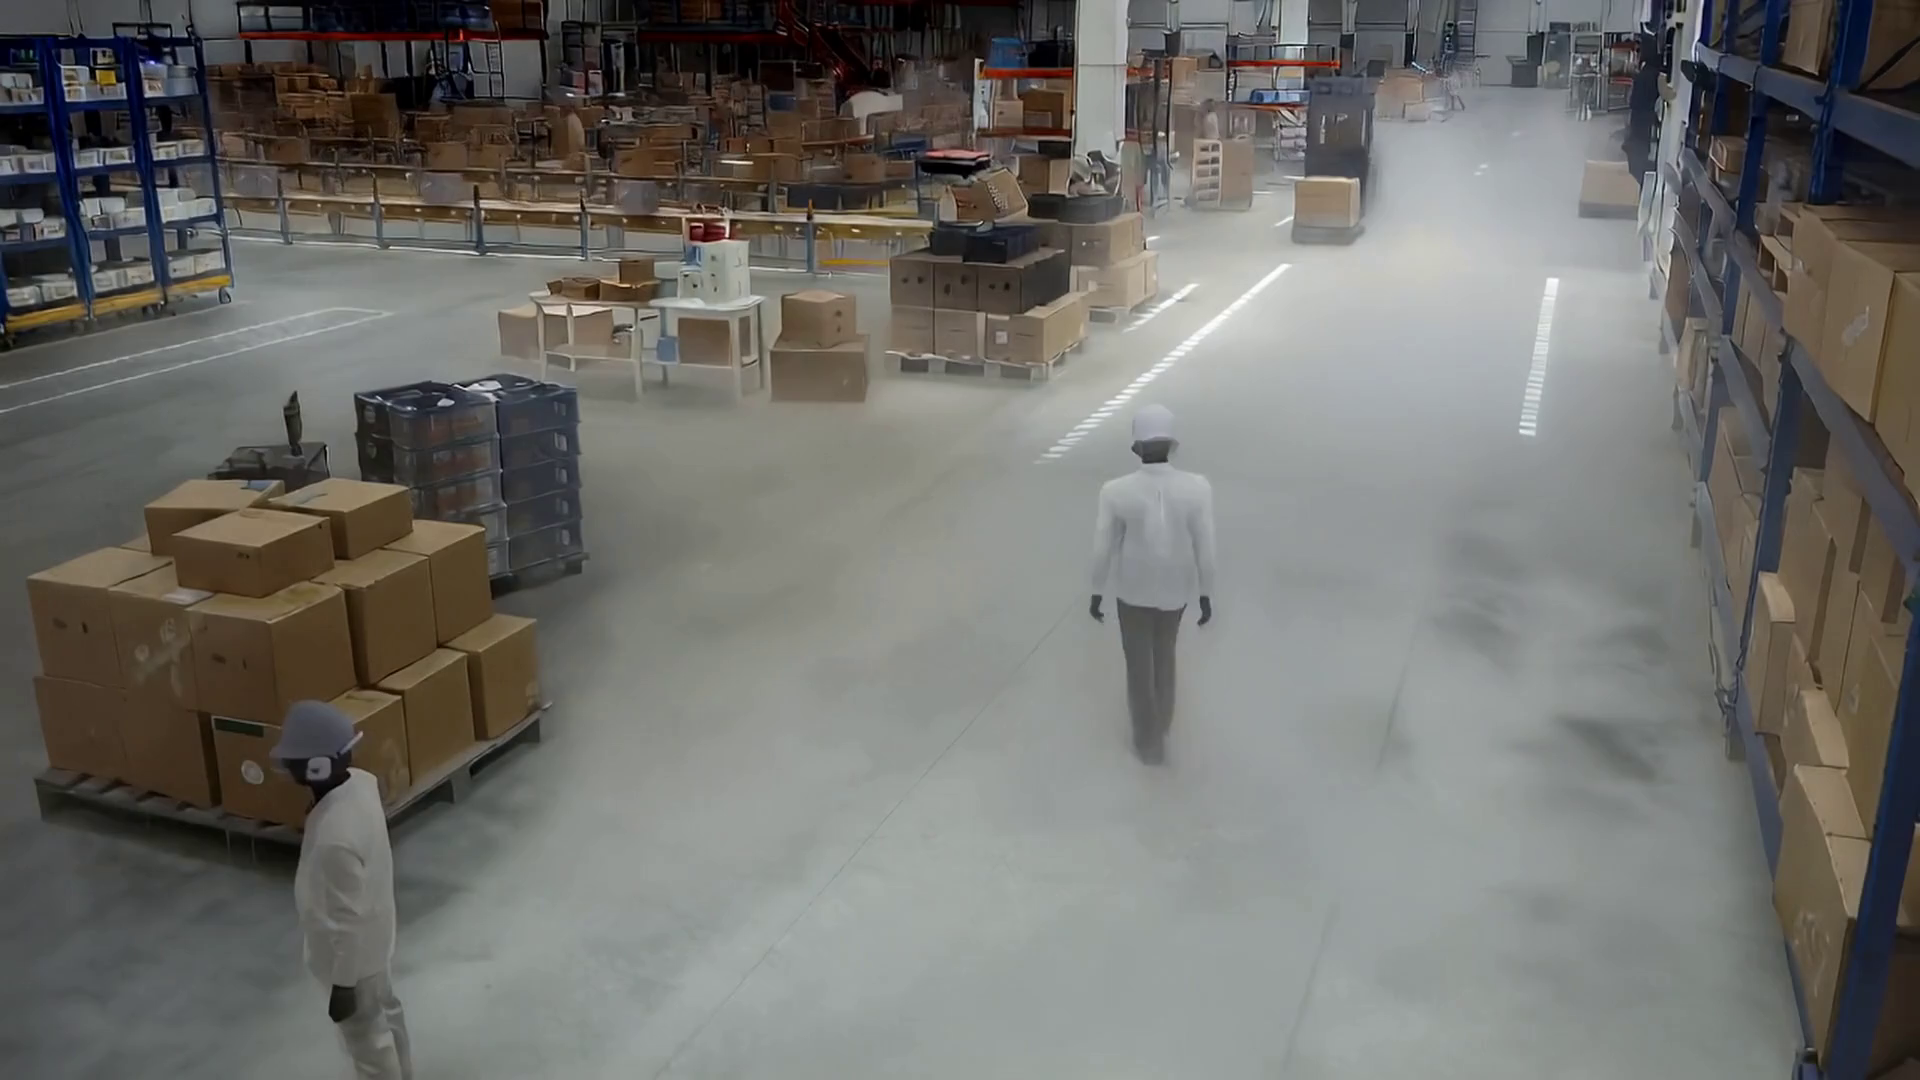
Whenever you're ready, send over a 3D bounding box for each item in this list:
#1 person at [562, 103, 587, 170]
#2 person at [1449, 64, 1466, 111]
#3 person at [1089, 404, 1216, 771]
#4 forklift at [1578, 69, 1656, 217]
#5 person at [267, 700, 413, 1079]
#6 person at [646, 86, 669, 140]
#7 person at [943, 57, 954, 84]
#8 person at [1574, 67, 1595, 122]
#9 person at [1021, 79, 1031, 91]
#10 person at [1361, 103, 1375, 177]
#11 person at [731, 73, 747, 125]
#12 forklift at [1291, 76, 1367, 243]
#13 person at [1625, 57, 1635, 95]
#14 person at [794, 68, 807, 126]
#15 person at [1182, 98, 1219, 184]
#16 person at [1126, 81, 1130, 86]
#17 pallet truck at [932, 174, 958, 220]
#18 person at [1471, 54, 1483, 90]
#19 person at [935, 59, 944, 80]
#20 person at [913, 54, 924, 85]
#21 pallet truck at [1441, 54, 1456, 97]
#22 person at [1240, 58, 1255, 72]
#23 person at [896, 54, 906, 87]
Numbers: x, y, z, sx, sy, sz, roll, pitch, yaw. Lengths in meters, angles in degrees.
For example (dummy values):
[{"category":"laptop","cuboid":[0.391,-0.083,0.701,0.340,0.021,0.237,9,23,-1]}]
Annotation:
[{"category":"person","cuboid":[-9.046,-9.302,39.059,0.984,1.862,0.645,-4,18,-12]},{"category":"person","cuboid":[20.057,-18.220,67.013,0.560,1.895,0.786,-9,20,-27]},{"category":"person","cuboid":[0.997,0.242,8.853,0.651,1.975,0.548,-3,18,-9]},{"category":"forklift","cuboid":[13.219,-7.740,32.475,1.873,2.768,1.129,6,19,18]},{"category":"person","cuboid":[-2.105,1.365,5.695,0.341,1.749,0.572,-4,18,-12]},{"category":"person","cuboid":[-8.533,-11.832,46.918,0.593,1.899,0.455,-6,19,-19]},{"category":"person","cuboid":[-0.476,-21.222,76.424,0.544,1.913,0.883,15,23,40]},{"category":"person","cuboid":[22.969,-16.398,61.161,0.607,1.966,0.373,12,21,33]},{"category":"person","cuboid":[2.478,-17.172,64.000,0.489,1.723,0.658,14,22,37]},{"category":"person","cuboid":[9.907,-9.839,40.600,0.356,1.938,0.543,0,18,0]},{"category":"person","cuboid":[-8.011,-15.683,59.203,0.912,1.781,0.623,3,18,9]},{"category":"forklift","cuboid":[6.598,-6.755,29.381,1.129,2.768,1.873,6,19,19]},{"category":"person","cuboid":[32.236,-22.275,79.724,0.541,1.907,0.604,3,18,10]},{"category":"person","cuboid":[-5.677,-15.613,58.669,0.571,1.974,0.662,-4,18,-12]},{"category":"person","cuboid":[5.770,-9.251,38.673,1.065,1.981,0.636,8,19,24]},{"category":"person","cuboid":[5.697,-15.159,57.869,0.739,1.601,0.504,6,19,19]},{"category":"pallet truck","cuboid":[-0.507,-5.292,27.348,0.653,1.274,1.630,6,19,19]},{"category":"person","cuboid":[26.553,-23.926,85.052,0.661,1.814,0.784,-12,21,-33]},{"category":"person","cuboid":[-0.929,-20.769,75.116,0.992,1.835,0.594,-12,21,-34]},{"category":"person","cuboid":[-2.080,-23.217,82.800,0.577,1.827,1.002,1,18,4]},{"category":"pallet truck","cuboid":[22.765,-21.886,78.355,0.823,1.965,1.885,-4,18,-14]},{"category":"person","cuboid":[12.922,-20.707,74.582,0.692,2.000,0.845,-7,19,-21]},{"category":"person","cuboid":[-2.922,-23.191,82.707,0.515,1.844,0.338,-4,18,-12]}]
